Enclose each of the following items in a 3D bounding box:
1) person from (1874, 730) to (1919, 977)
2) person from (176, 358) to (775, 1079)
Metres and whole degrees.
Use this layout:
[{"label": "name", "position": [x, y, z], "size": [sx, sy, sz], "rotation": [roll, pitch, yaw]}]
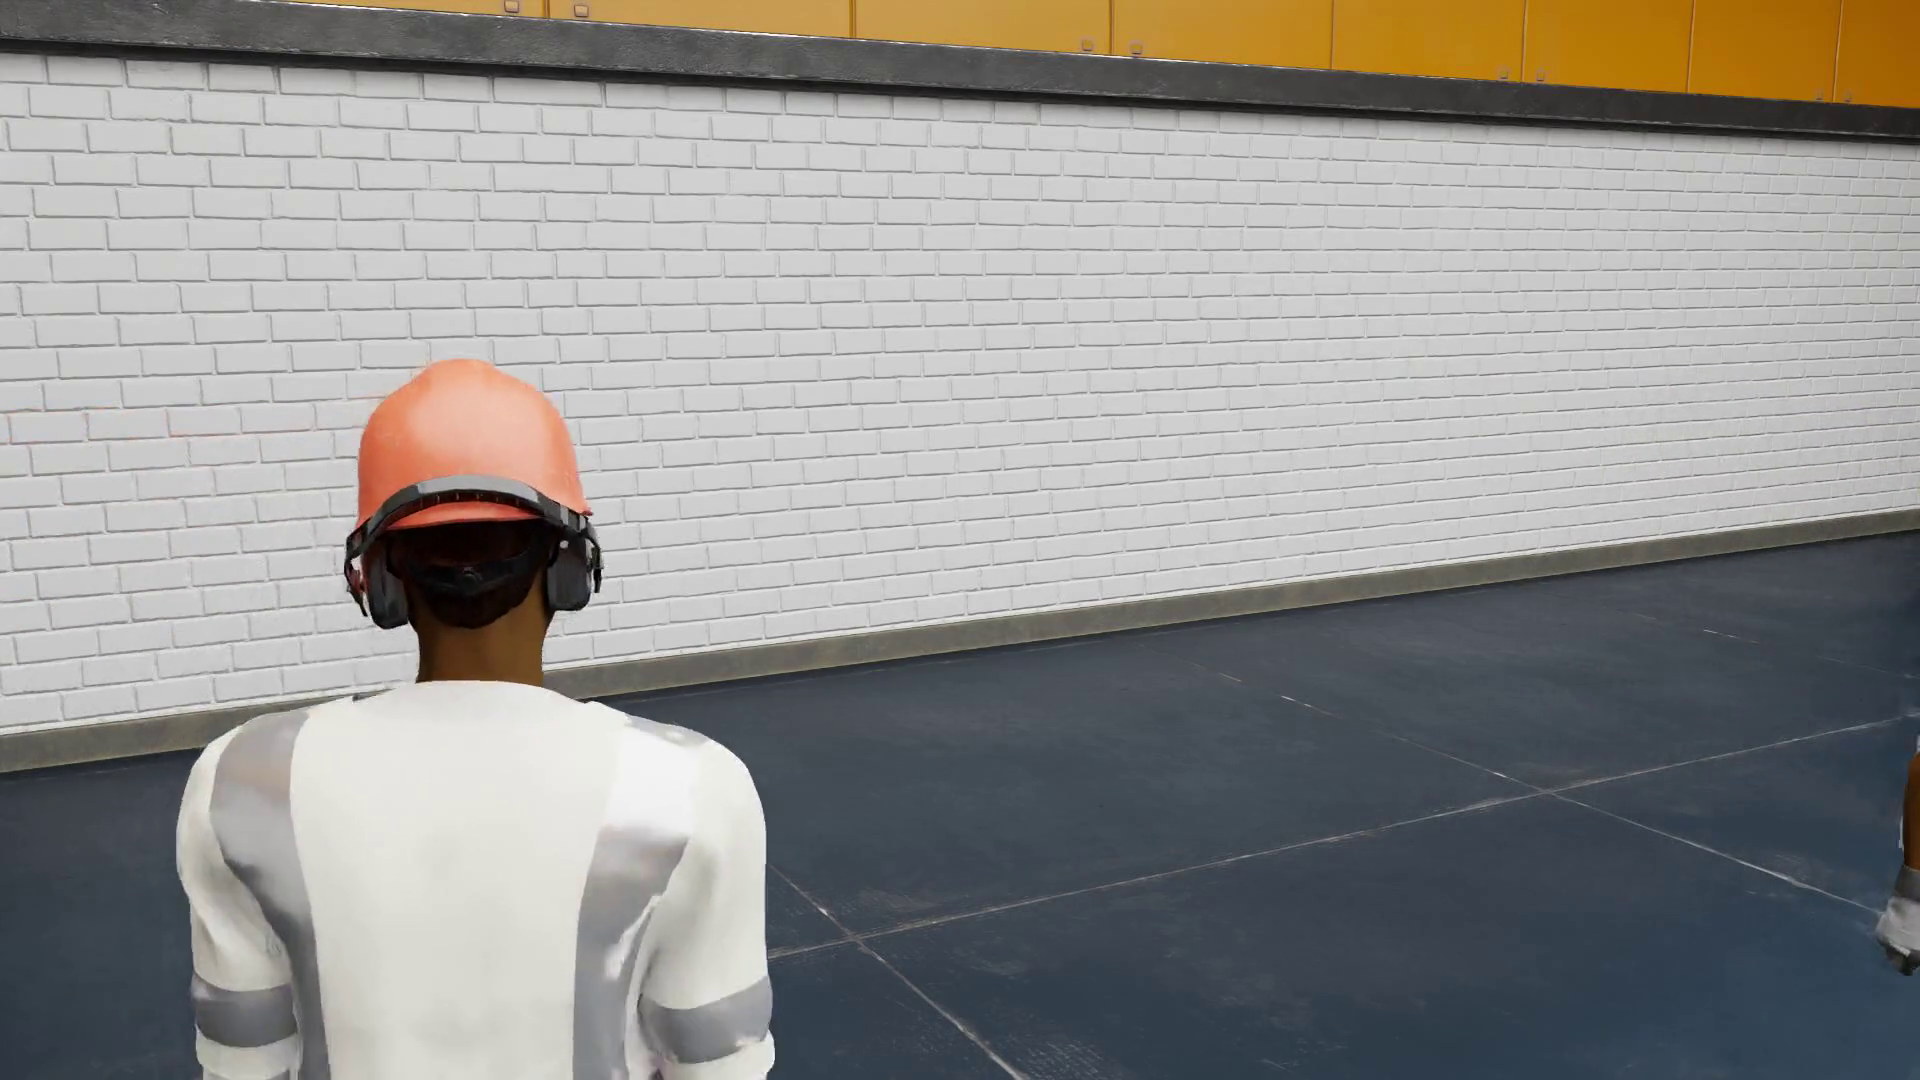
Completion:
[{"label": "person", "position": [2.051, 0.658, 3.229], "size": [0.501, 1.847, 0.414], "rotation": [-8, 12, -37]}, {"label": "person", "position": [-0.493, 0.826, 1.747], "size": [0.620, 2.017, 0.666], "rotation": [0, 10, -3]}]
